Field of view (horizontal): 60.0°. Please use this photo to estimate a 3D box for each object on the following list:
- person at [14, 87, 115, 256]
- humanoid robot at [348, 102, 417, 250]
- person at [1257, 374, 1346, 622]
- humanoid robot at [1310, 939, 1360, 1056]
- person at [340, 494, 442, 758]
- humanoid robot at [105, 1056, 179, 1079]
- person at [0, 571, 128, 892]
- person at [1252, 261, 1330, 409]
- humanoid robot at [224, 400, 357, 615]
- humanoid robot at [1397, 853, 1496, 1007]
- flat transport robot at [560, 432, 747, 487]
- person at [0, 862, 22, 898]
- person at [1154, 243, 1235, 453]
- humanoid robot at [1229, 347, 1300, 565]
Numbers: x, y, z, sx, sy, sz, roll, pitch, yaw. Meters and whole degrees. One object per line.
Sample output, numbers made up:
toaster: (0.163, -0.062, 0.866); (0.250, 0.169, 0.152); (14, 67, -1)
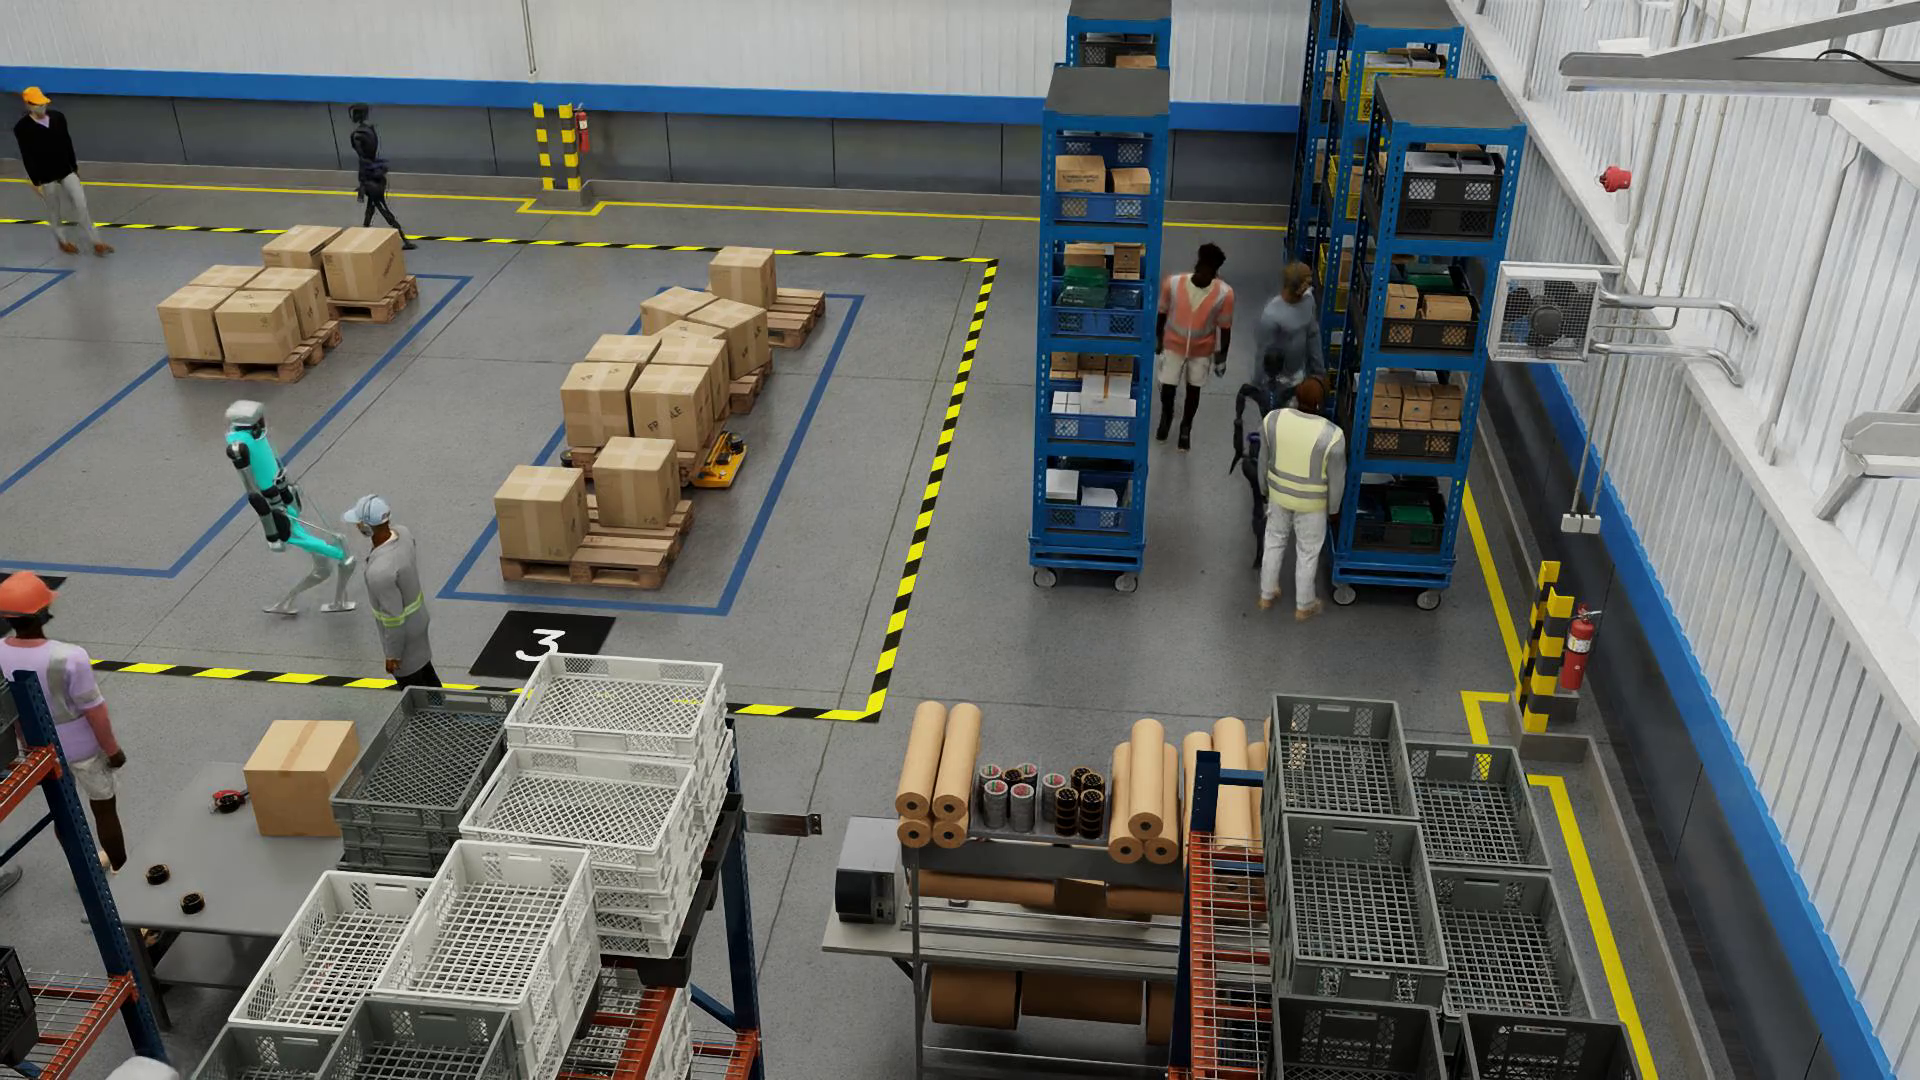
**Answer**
person: (-9.619, -3.903, 17.800); (0.906, 1.849, 0.611); (18, 35, 28)
humanoid robot: (-6.425, -3.930, 18.073); (0.785, 1.624, 0.591); (-2, 30, -3)
person: (2.378, -0.298, 11.624); (0.633, 1.839, 0.429); (20, 36, 30)
humanoid robot: (1.731, 2.292, 7.339); (0.788, 1.832, 0.542); (-7, 31, -12)
person: (-3.445, 0.545, 10.164); (0.396, 1.850, 0.597); (-2, 30, -4)
humanoid robot: (-2.977, 2.663, 6.757); (0.540, 1.897, 0.726); (6, 31, 10)
person: (-4.873, 1.076, 9.078); (0.605, 2.038, 0.396); (5, 31, 8)
person: (2.619, -1.280, 13.243); (0.528, 1.918, 0.633); (24, 38, 35)
humanoid robot: (-4.542, -0.159, 11.485); (0.907, 1.764, 0.540); (-3, 30, -6)
humanoid robot: (2.204, 2.067, 7.722); (0.601, 1.656, 0.424); (6, 31, 11)
flat transport robot: (-2.554, -0.707, 13.861); (1.431, 0.197, 0.652); (3, 30, 6)
person: (-5.626, 1.179, 8.978); (0.604, 1.950, 0.380); (-3, 30, -6)
person: (1.907, -1.572, 13.737); (0.651, 1.916, 0.557); (6, 31, 10)
humanoid robot: (2.314, -0.640, 12.389); (0.585, 1.644, 0.495); (4, 31, 8)
